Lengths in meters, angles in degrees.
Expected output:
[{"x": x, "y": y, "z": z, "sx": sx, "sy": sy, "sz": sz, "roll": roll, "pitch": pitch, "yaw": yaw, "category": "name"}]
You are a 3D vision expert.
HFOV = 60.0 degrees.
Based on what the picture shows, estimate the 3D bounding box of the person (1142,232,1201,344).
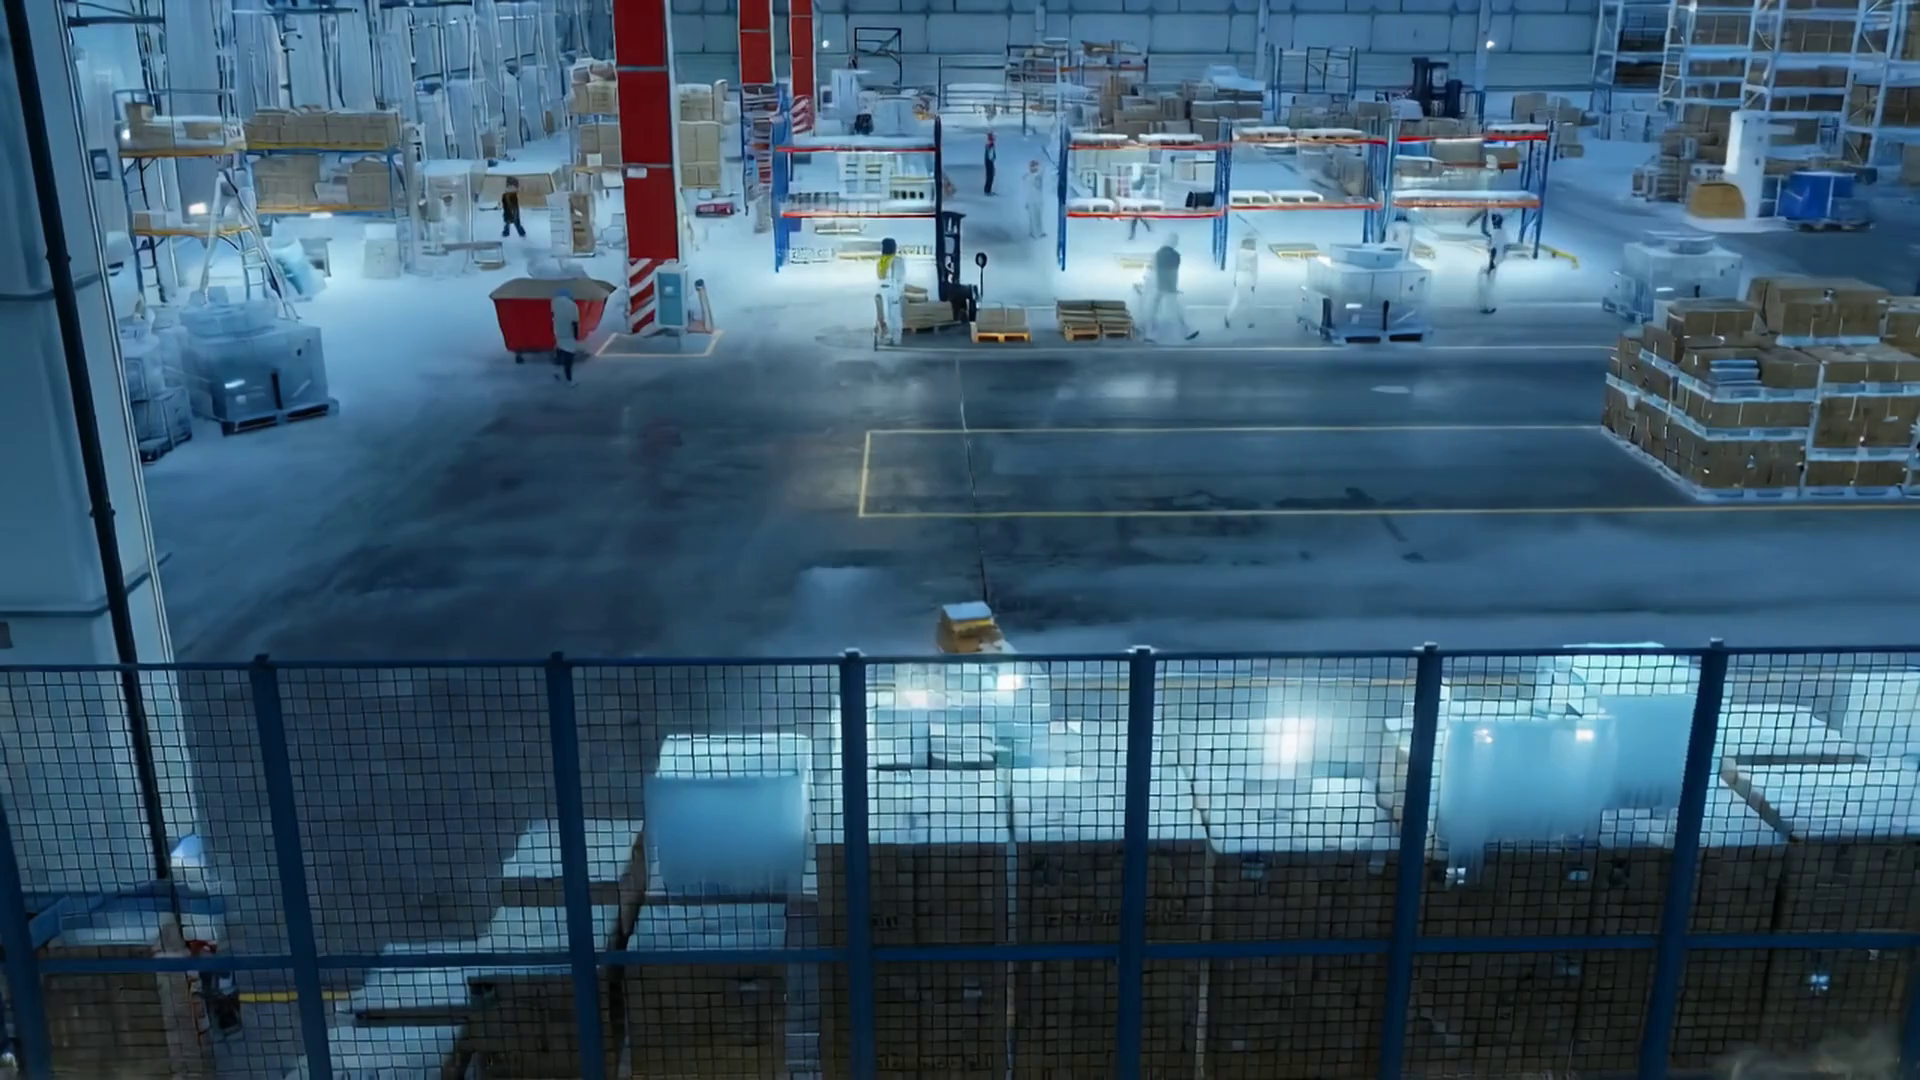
[{"x": 3.557, "y": -4.238, "z": 27.974, "sx": 1.066, "sy": 1.874, "sz": 0.644, "roll": -8, "pitch": 20, "yaw": -24, "category": "person"}]

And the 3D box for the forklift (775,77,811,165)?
[{"x": -5.920, "y": -13.893, "z": 55.085, "sx": 1.873, "sy": 2.768, "sz": 1.129, "roll": -1, "pitch": 19, "yaw": -1, "category": "forklift"}]

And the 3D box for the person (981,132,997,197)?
[{"x": 0.850, "y": -10.610, "z": 47.006, "sx": 0.377, "sy": 1.823, "sz": 0.602, "roll": -4, "pitch": 19, "yaw": -11, "category": "person"}]

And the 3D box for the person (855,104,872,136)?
[{"x": -3.319, "y": -13.862, "z": 56.562, "sx": 0.584, "sy": 1.868, "sz": 0.721, "roll": -12, "pitch": 22, "yaw": -32, "category": "person"}]

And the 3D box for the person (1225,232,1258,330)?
[{"x": 4.940, "y": -4.518, "z": 29.065, "sx": 0.493, "sy": 1.726, "sz": 0.718, "roll": 14, "pitch": 23, "yaw": 36, "category": "person"}]

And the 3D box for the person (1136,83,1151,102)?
[{"x": 7.628, "y": -18.171, "z": 69.308, "sx": 0.637, "sy": 1.903, "sz": 1.009, "roll": -4, "pitch": 19, "yaw": -13, "category": "person"}]

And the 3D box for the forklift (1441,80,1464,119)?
[{"x": 15.644, "y": -13.239, "z": 53.146, "sx": 1.873, "sy": 2.768, "sz": 1.129, "roll": -1, "pitch": 19, "yaw": -1, "category": "forklift"}]

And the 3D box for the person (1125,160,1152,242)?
[{"x": 4.203, "y": -7.929, "z": 38.913, "sx": 0.697, "sy": 1.896, "sz": 0.604, "roll": -17, "pitch": 25, "yaw": -41, "category": "person"}]

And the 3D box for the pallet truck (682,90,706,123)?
[{"x": -9.671, "y": -15.907, "z": 62.421, "sx": 0.823, "sy": 1.965, "sz": 1.885, "roll": 5, "pitch": 19, "yaw": 15, "category": "pallet truck"}]

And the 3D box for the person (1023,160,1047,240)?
[{"x": 1.757, "y": -7.989, "z": 39.112, "sx": 0.640, "sy": 1.875, "sz": 0.493, "roll": -11, "pitch": 22, "yaw": -30, "category": "person"}]

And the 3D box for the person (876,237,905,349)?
[{"x": -1.170, "y": -4.118, "z": 27.687, "sx": 0.429, "sy": 1.842, "sz": 0.636, "roll": -12, "pitch": 22, "yaw": -31, "category": "person"}]

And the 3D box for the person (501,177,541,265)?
[{"x": -9.558, "y": -6.825, "z": 35.670, "sx": 1.041, "sy": 1.861, "sz": 0.572, "roll": 8, "pitch": 20, "yaw": 24, "category": "person"}]

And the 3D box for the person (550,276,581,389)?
[{"x": -5.899, "y": -3.095, "z": 24.878, "sx": 0.570, "sy": 1.686, "sz": 0.355, "roll": 12, "pitch": 22, "yaw": 32, "category": "person"}]

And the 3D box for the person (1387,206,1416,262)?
[{"x": 8.098, "y": -5.195, "z": 30.730, "sx": 0.632, "sy": 1.937, "sz": 0.364, "roll": -9, "pitch": 21, "yaw": -25, "category": "person"}]

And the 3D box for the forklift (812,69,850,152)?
[{"x": -4.282, "y": -15.366, "z": 59.455, "sx": 1.873, "sy": 2.768, "sz": 1.129, "roll": -10, "pitch": 21, "yaw": -28, "category": "forklift"}]

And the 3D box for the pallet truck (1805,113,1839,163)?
[{"x": 26.403, "y": -11.957, "z": 50.702, "sx": 0.823, "sy": 1.965, "sz": 1.885, "roll": 6, "pitch": 19, "yaw": 16, "category": "pallet truck"}]

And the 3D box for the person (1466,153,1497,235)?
[{"x": 12.563, "y": -8.298, "z": 39.916, "sx": 0.512, "sy": 1.950, "sz": 0.640, "roll": 3, "pitch": 19, "yaw": 10, "category": "person"}]

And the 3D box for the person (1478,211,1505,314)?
[{"x": 9.789, "y": -5.084, "z": 30.519, "sx": 0.310, "sy": 1.864, "sz": 0.534, "roll": 13, "pitch": 23, "yaw": 34, "category": "person"}]

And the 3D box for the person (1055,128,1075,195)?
[{"x": 2.977, "y": -10.770, "z": 47.286, "sx": 0.563, "sy": 1.927, "sz": 0.423, "roll": -4, "pitch": 19, "yaw": -12, "category": "person"}]

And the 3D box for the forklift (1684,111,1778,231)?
[{"x": 19.028, "y": -9.048, "z": 40.714, "sx": 1.873, "sy": 2.768, "sz": 1.129, "roll": -1, "pitch": 19, "yaw": -2, "category": "forklift"}]

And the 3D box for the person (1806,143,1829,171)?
[{"x": 22.198, "y": -9.345, "z": 43.190, "sx": 0.508, "sy": 1.855, "sz": 0.455, "roll": 8, "pitch": 20, "yaw": 23, "category": "person"}]

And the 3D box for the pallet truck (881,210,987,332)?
[{"x": -0.493, "y": -4.759, "z": 29.349, "sx": 1.885, "sy": 1.965, "sz": 0.823, "roll": -13, "pitch": 23, "yaw": -34, "category": "pallet truck"}]

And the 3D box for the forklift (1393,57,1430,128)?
[{"x": 19.009, "y": -18.498, "z": 68.747, "sx": 1.873, "sy": 2.768, "sz": 1.129, "roll": -1, "pitch": 19, "yaw": -1, "category": "forklift"}]
